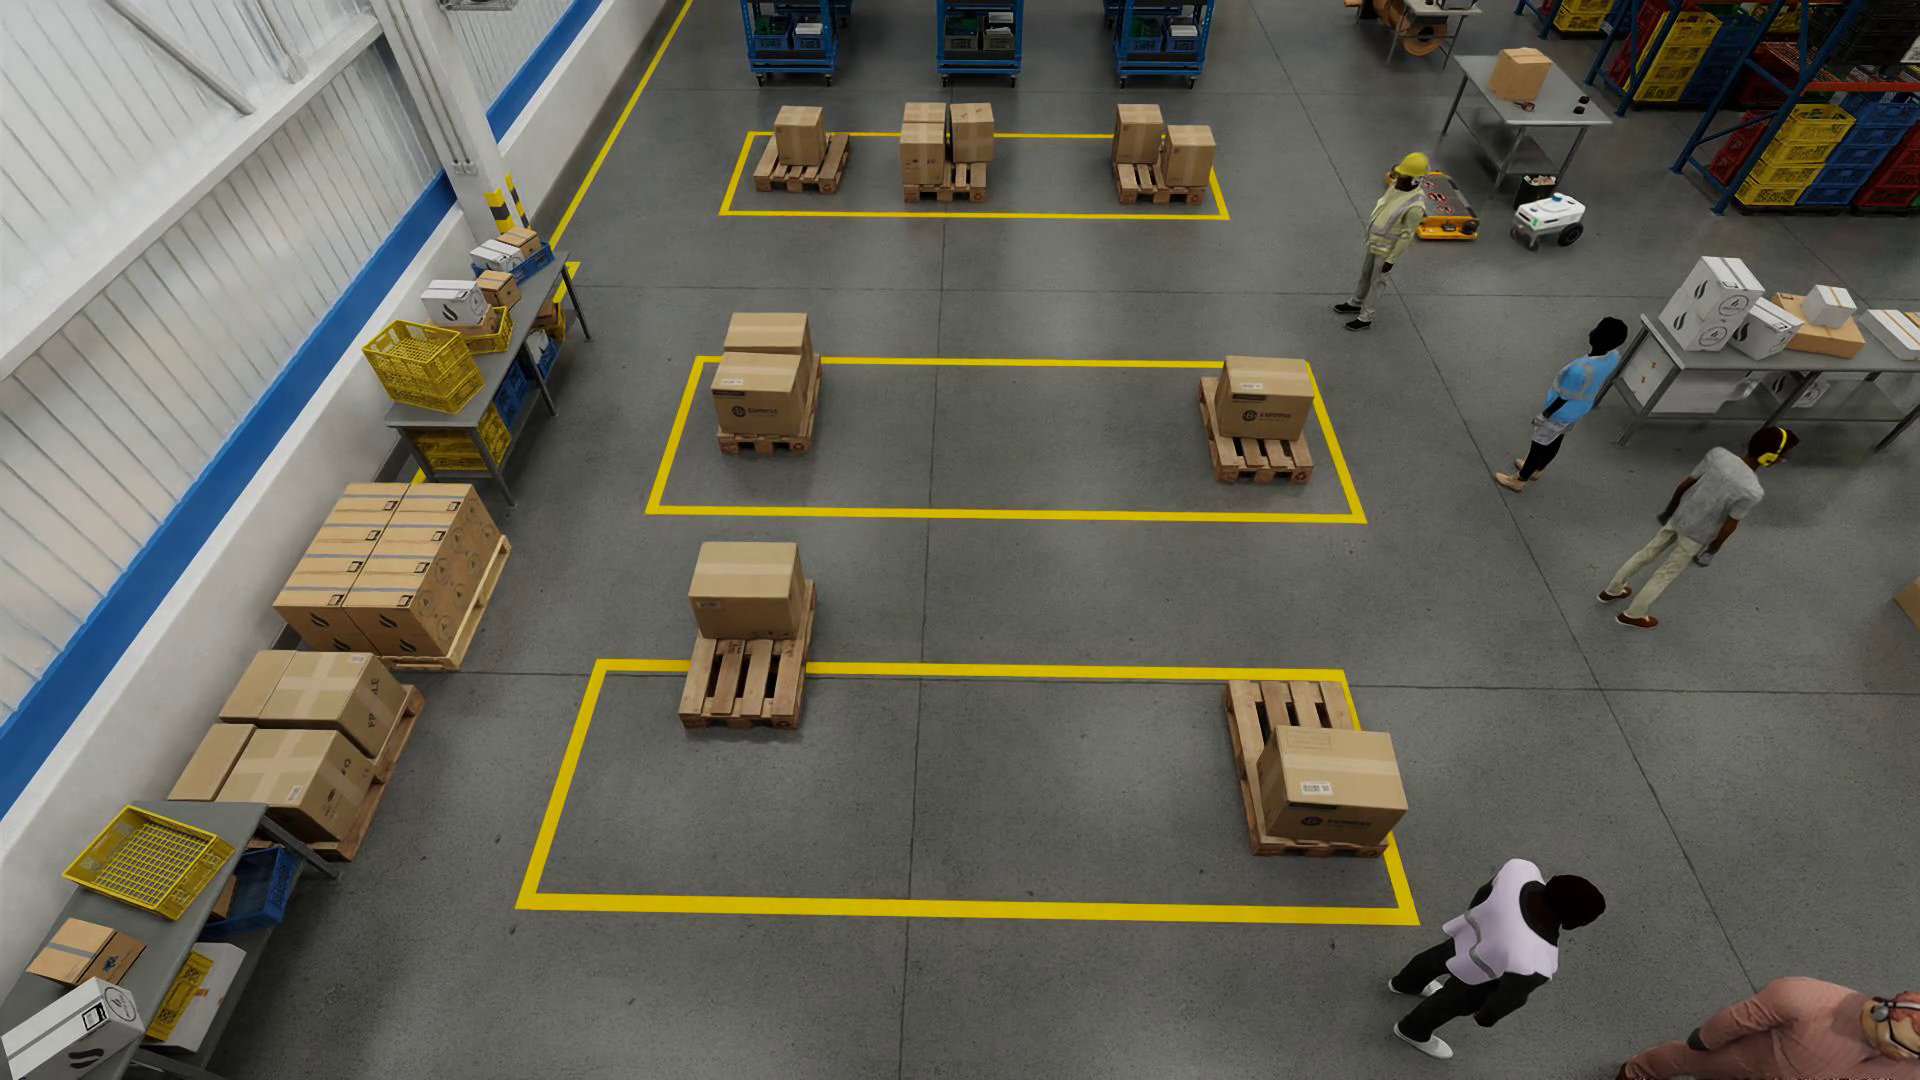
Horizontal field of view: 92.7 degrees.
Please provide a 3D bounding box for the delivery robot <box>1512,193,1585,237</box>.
[{"bbox_3d":[6.741,-3.729,10.497,0.707,0.478,0.477,-13,50,-11],"label":"delivery robot"}]

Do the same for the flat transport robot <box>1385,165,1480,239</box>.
[{"bbox_3d":[5.692,-4.094,11.059,0.652,0.197,1.431,1,49,1],"label":"flat transport robot"}]

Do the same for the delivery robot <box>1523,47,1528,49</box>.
[{"bbox_3d":[8.029,-6.803,13.157,0.477,0.478,0.707,2,49,1],"label":"delivery robot"}]

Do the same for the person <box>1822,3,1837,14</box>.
[{"bbox_3d":[13.223,-8.233,13.615,0.979,1.834,0.597,-15,51,-13],"label":"person"}]

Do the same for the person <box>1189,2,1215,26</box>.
[{"bbox_3d":[3.952,-9.067,14.461,0.308,1.645,0.514,-36,58,-27],"label":"person"}]

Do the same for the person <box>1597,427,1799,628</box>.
[{"bbox_3d":[5.223,-0.078,6.537,0.328,1.865,0.517,-5,49,-5],"label":"person"}]

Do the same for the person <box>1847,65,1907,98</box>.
[{"bbox_3d":[13.101,-7.089,12.561,0.627,1.933,0.373,-4,49,-3],"label":"person"}]

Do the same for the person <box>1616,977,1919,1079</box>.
[{"bbox_3d":[3.830,2.479,4.296,0.644,1.907,0.400,22,53,18],"label":"person"}]

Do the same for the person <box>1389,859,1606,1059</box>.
[{"bbox_3d":[2.624,2.107,4.610,0.391,1.920,0.593,10,50,9],"label":"person"}]

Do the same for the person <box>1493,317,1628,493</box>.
[{"bbox_3d":[4.946,-1.085,7.517,0.530,1.697,0.321,-25,53,-20],"label":"person"}]

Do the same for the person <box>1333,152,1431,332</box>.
[{"bbox_3d":[4.169,-2.923,9.017,0.404,1.836,0.590,-3,49,-3],"label":"person"}]
